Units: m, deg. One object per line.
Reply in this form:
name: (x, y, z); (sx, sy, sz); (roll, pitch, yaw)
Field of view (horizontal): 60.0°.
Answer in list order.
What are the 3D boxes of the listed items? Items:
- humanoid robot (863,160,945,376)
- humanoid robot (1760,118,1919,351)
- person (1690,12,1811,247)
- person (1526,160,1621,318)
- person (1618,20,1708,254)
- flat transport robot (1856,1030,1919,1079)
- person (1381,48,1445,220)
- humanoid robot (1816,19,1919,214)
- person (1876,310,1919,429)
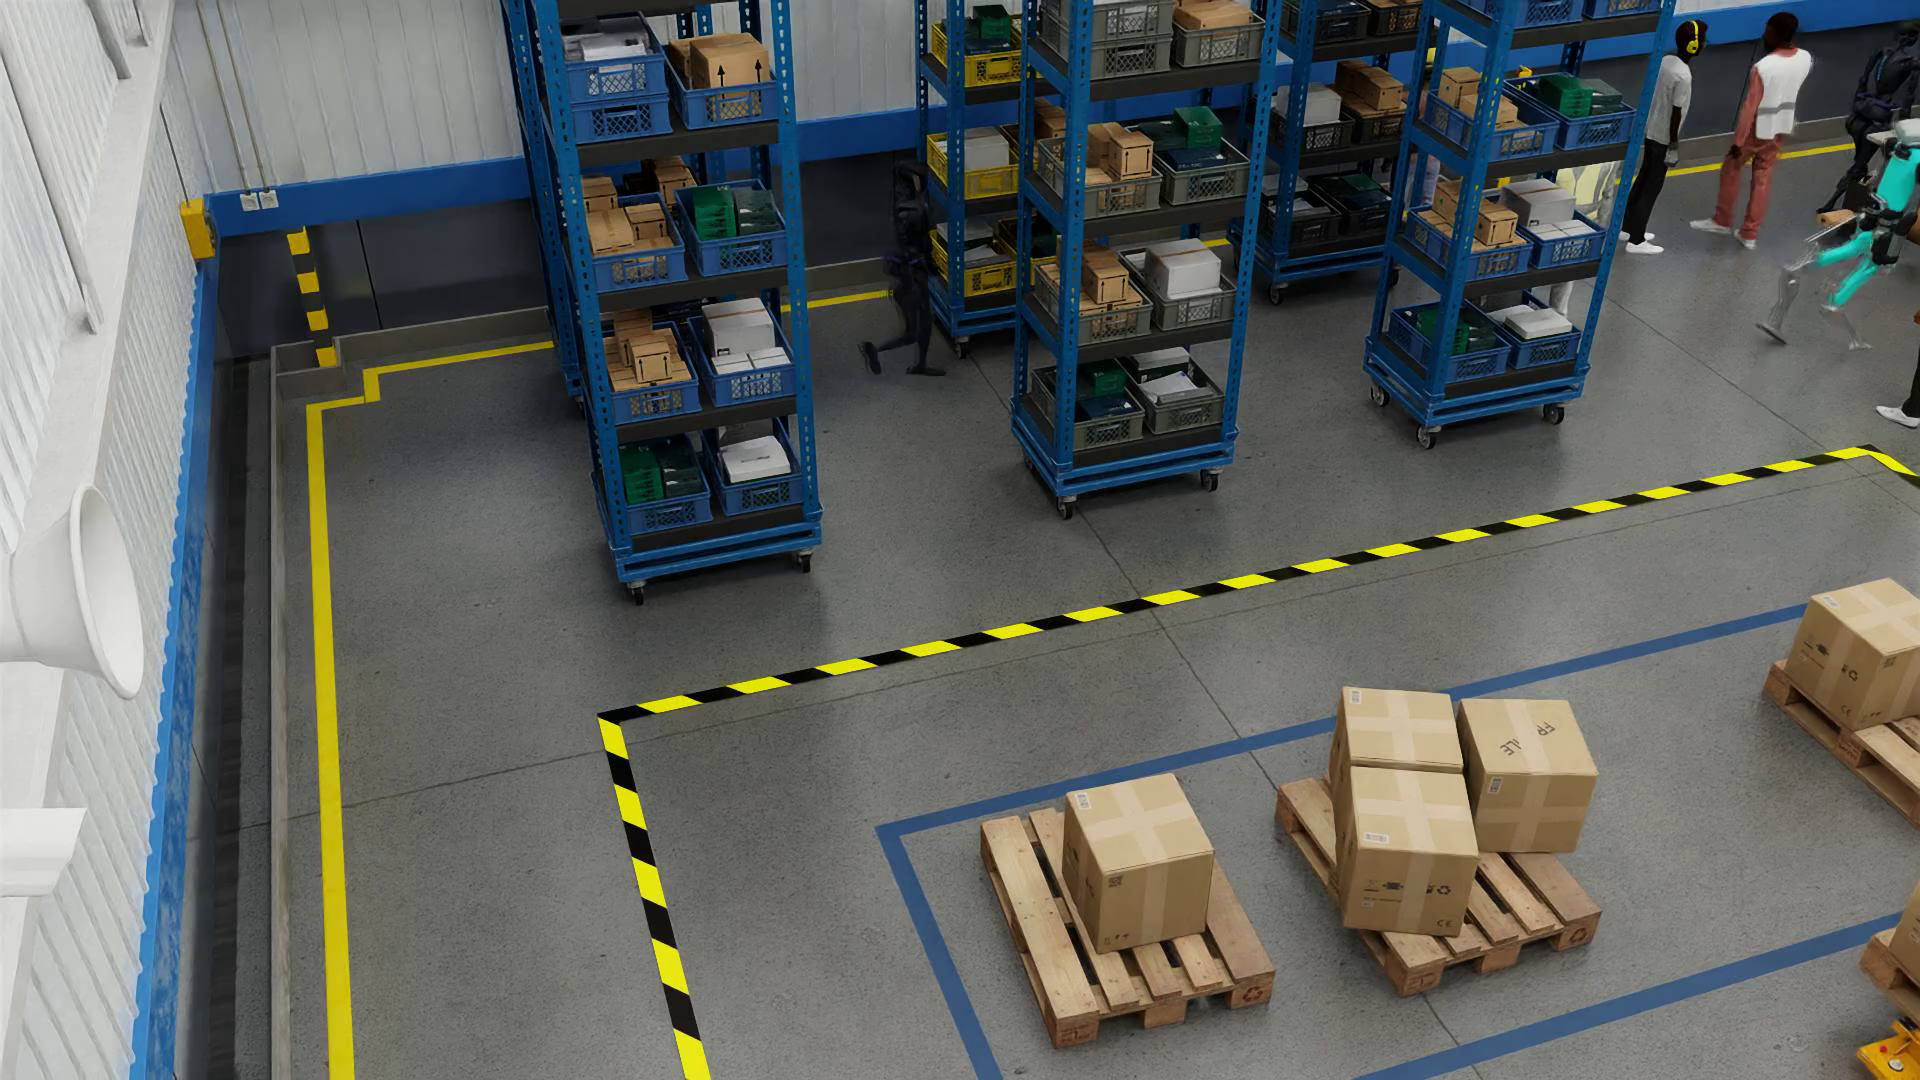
humanoid robot: (-0.387, -1.863, 11.475); (0.499, 1.648, 0.602); (8, 36, 12)
humanoid robot: (6.230, -2.104, 11.810); (0.977, 1.781, 0.545); (-2, 35, -2)
person: (6.416, -3.286, 13.328); (0.706, 1.868, 0.570); (-15, 38, -20)
person: (4.284, -2.224, 11.847); (0.620, 1.841, 0.429); (5, 36, 8)
person: (5.588, -3.189, 13.199); (0.341, 1.866, 0.509); (1, 35, 1)
flat transport robot: (4.586, 2.168, 6.958); (1.431, 0.197, 0.652); (-11, 37, -15)
person: (3.550, -2.973, 12.978); (0.523, 1.760, 0.324); (-2, 35, -3)
humanoid robot: (7.652, -3.527, 13.871); (0.777, 1.621, 0.590); (-12, 37, -17)
person: (6.558, -1.604, 10.955); (0.596, 1.852, 0.378); (-13, 37, -18)
